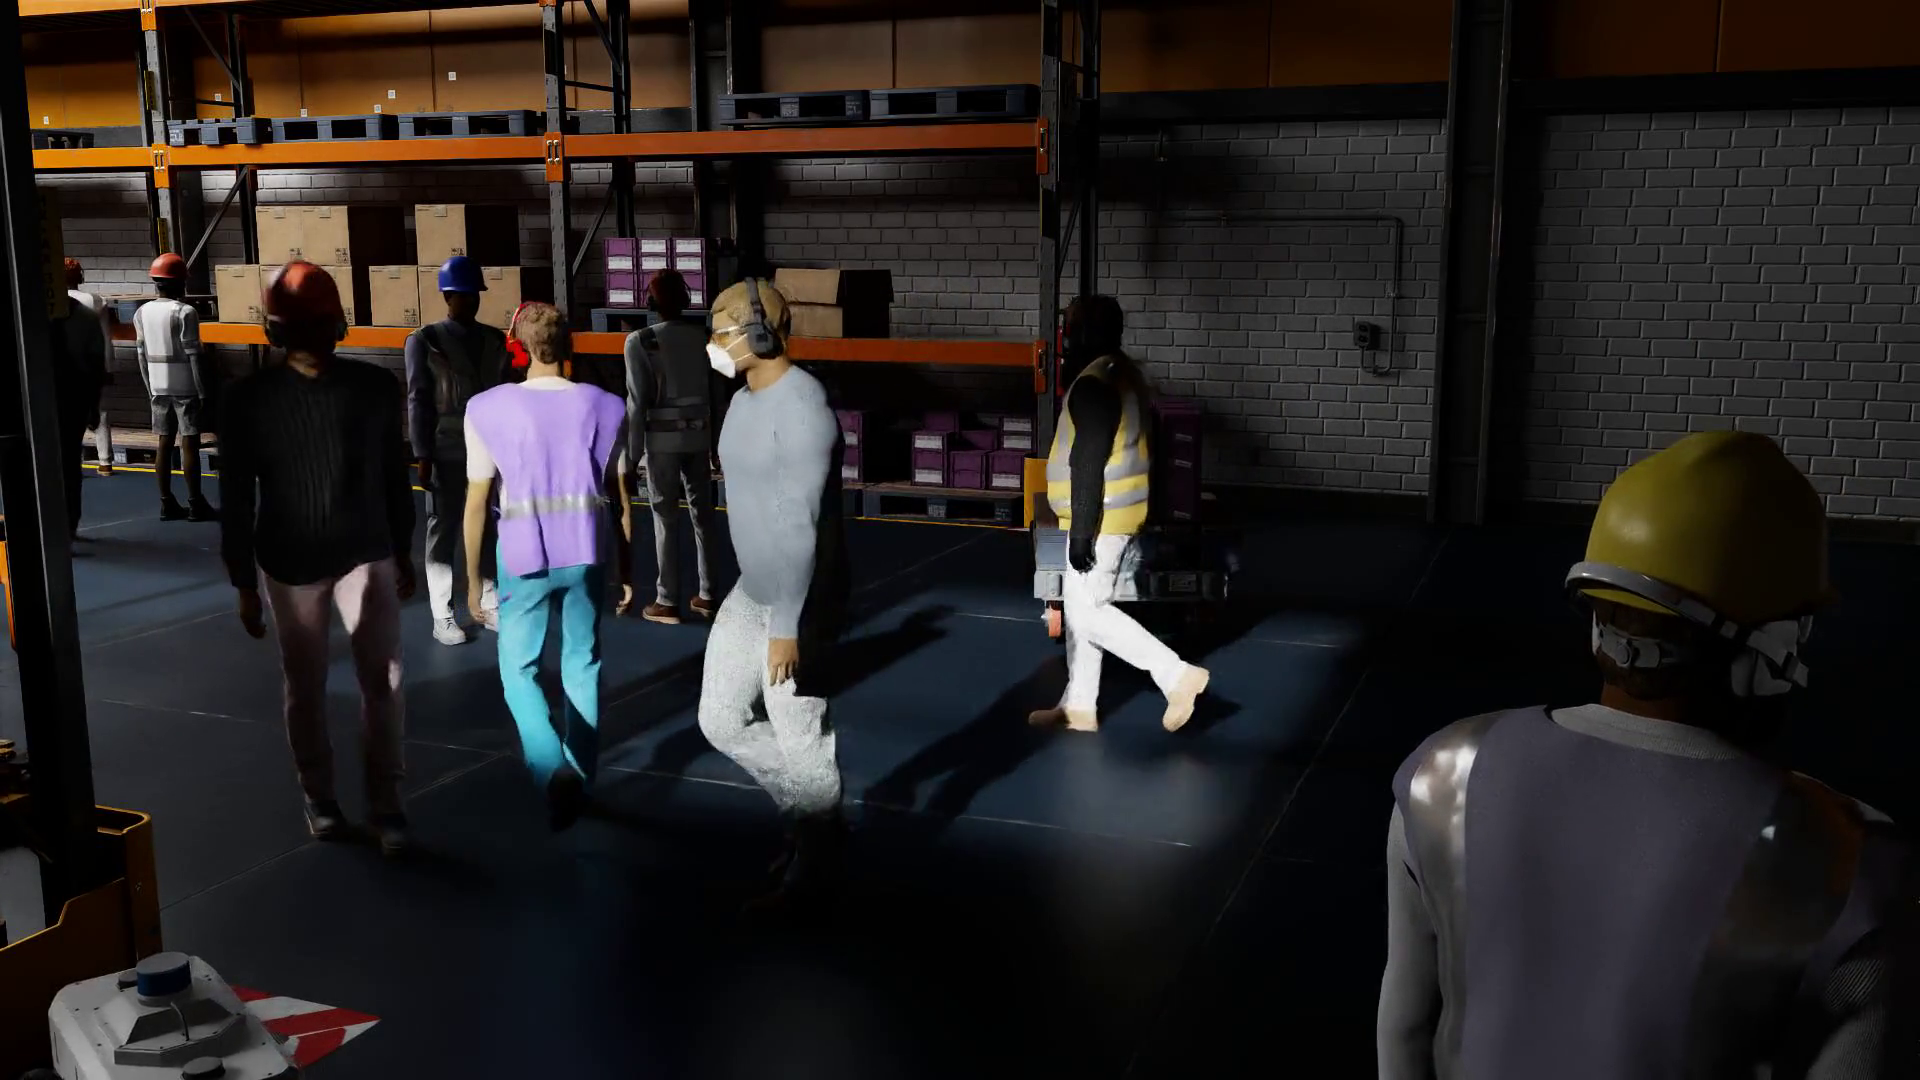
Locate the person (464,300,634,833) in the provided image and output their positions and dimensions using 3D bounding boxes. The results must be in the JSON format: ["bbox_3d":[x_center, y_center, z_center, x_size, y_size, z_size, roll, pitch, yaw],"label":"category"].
[{"bbox_3d":[-1.375,0.107,5.672,0.583,1.828,0.658,-5,11,-26],"label":"person"}]

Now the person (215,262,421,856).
[{"bbox_3d":[-2.062,0.083,5.429,0.634,1.952,0.783,-7,12,-32],"label":"person"}]

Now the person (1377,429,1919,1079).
[{"bbox_3d":[0.742,0.793,1.819,0.403,1.831,0.597,-8,13,-39],"label":"person"}]

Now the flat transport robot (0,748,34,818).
[{"bbox_3d":[-3.950,0.848,5.869,1.431,0.197,0.652,3,11,19],"label":"flat transport robot"}]

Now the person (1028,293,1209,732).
[{"bbox_3d":[0.643,-0.080,6.717,0.680,1.824,0.643,3,10,14],"label":"person"}]

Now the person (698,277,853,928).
[{"bbox_3d":[-0.544,0.197,4.891,0.433,1.920,0.640,-6,12,-31],"label":"person"}]

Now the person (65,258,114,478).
[{"bbox_3d":[-7.561,-1.464,14.252,0.339,1.882,0.584,10,14,43],"label":"person"}]

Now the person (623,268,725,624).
[{"bbox_3d":[-1.514,-0.494,8.855,0.574,1.881,0.357,-8,13,-37],"label":"person"}]

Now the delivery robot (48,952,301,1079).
[{"bbox_3d":[-1.625,1.096,3.432,0.477,0.478,0.707,-8,13,-38],"label":"delivery robot"}]

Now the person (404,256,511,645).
[{"bbox_3d":[-2.512,-0.458,8.465,0.389,1.949,0.604,8,13,39],"label":"person"}]

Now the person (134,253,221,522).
[{"bbox_3d":[-5.654,-1.092,12.034,0.545,1.938,0.361,3,11,17],"label":"person"}]

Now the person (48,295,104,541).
[{"bbox_3d":[-6.013,-0.957,10.989,0.690,2.000,0.777,-9,14,-42],"label":"person"}]
